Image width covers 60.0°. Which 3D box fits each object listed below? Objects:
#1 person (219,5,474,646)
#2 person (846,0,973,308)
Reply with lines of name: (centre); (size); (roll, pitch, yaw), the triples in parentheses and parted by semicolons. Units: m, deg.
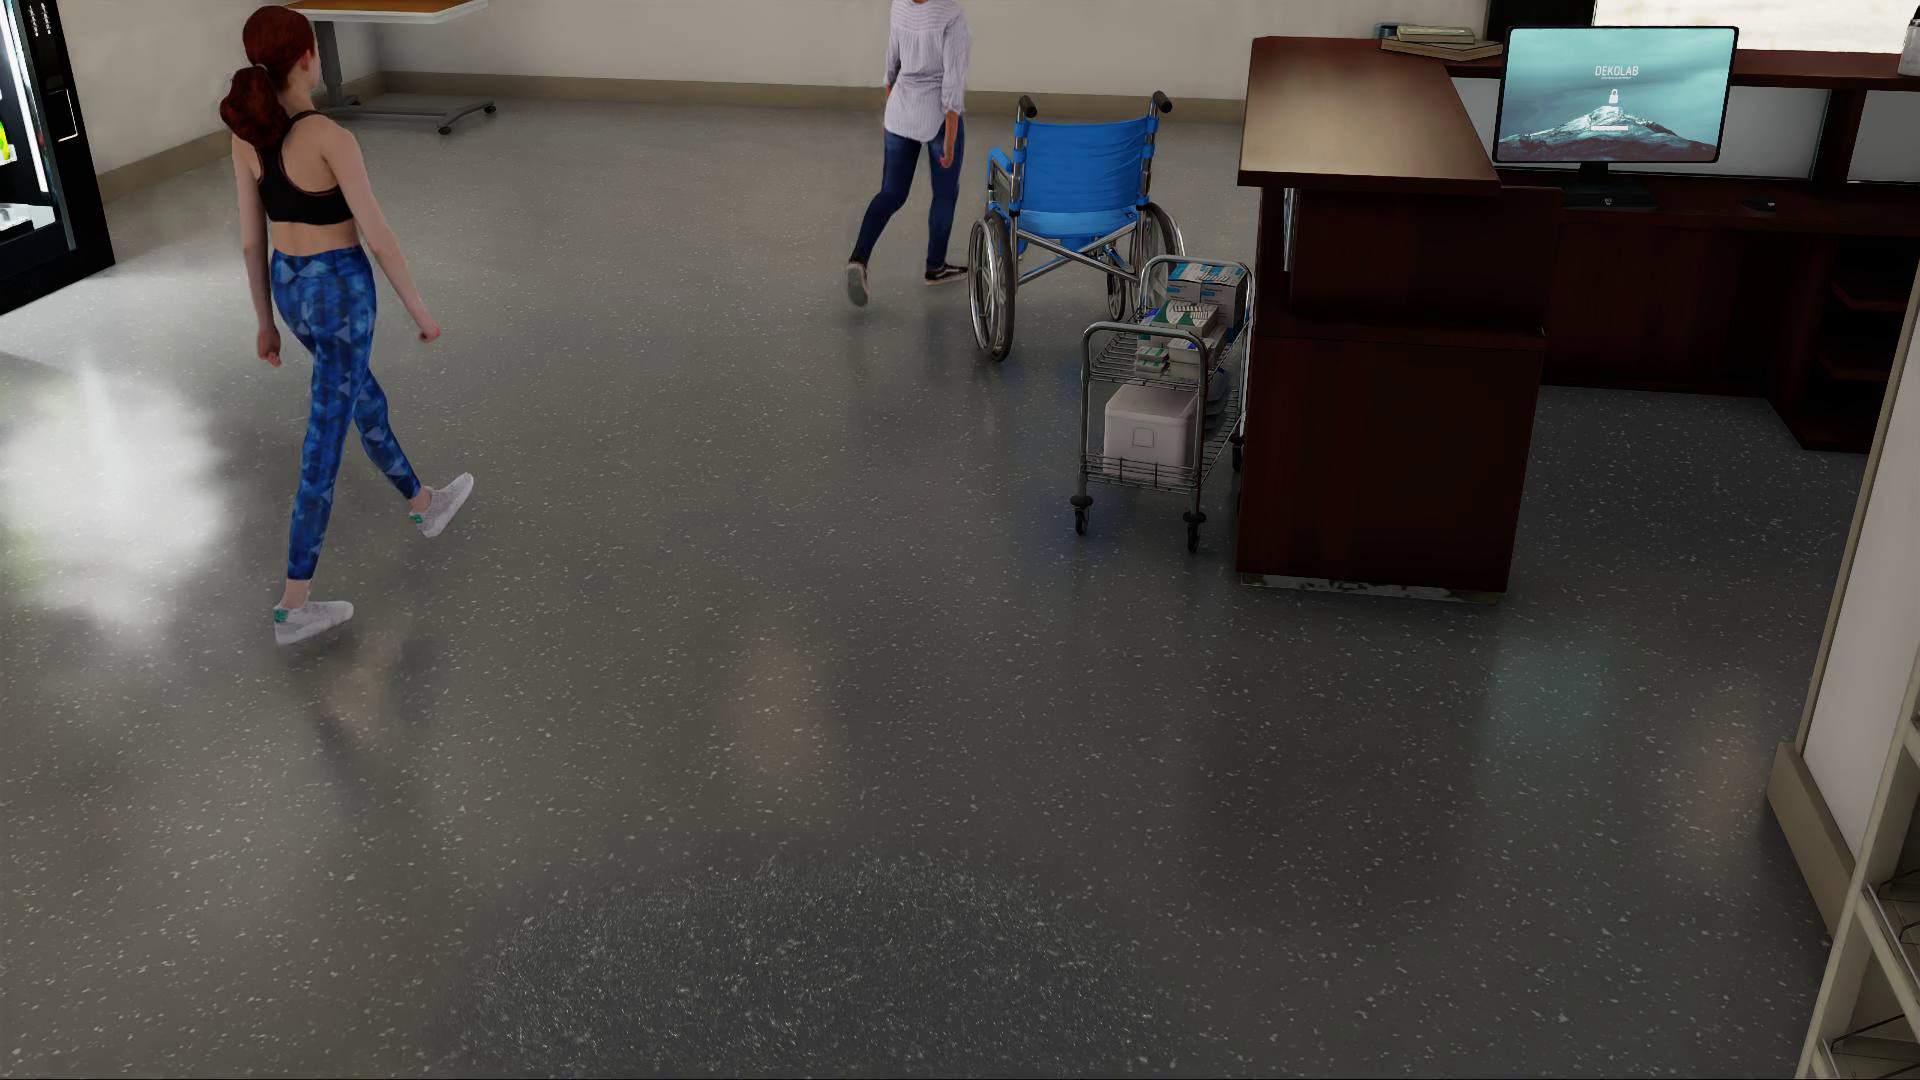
person: (-1.837, -0.539, 4.707); (0.807, 1.726, 1.271); (11, 28, 22)
person: (-0.228, -1.899, 7.592); (1.024, 1.670, 1.200); (19, 31, 33)
